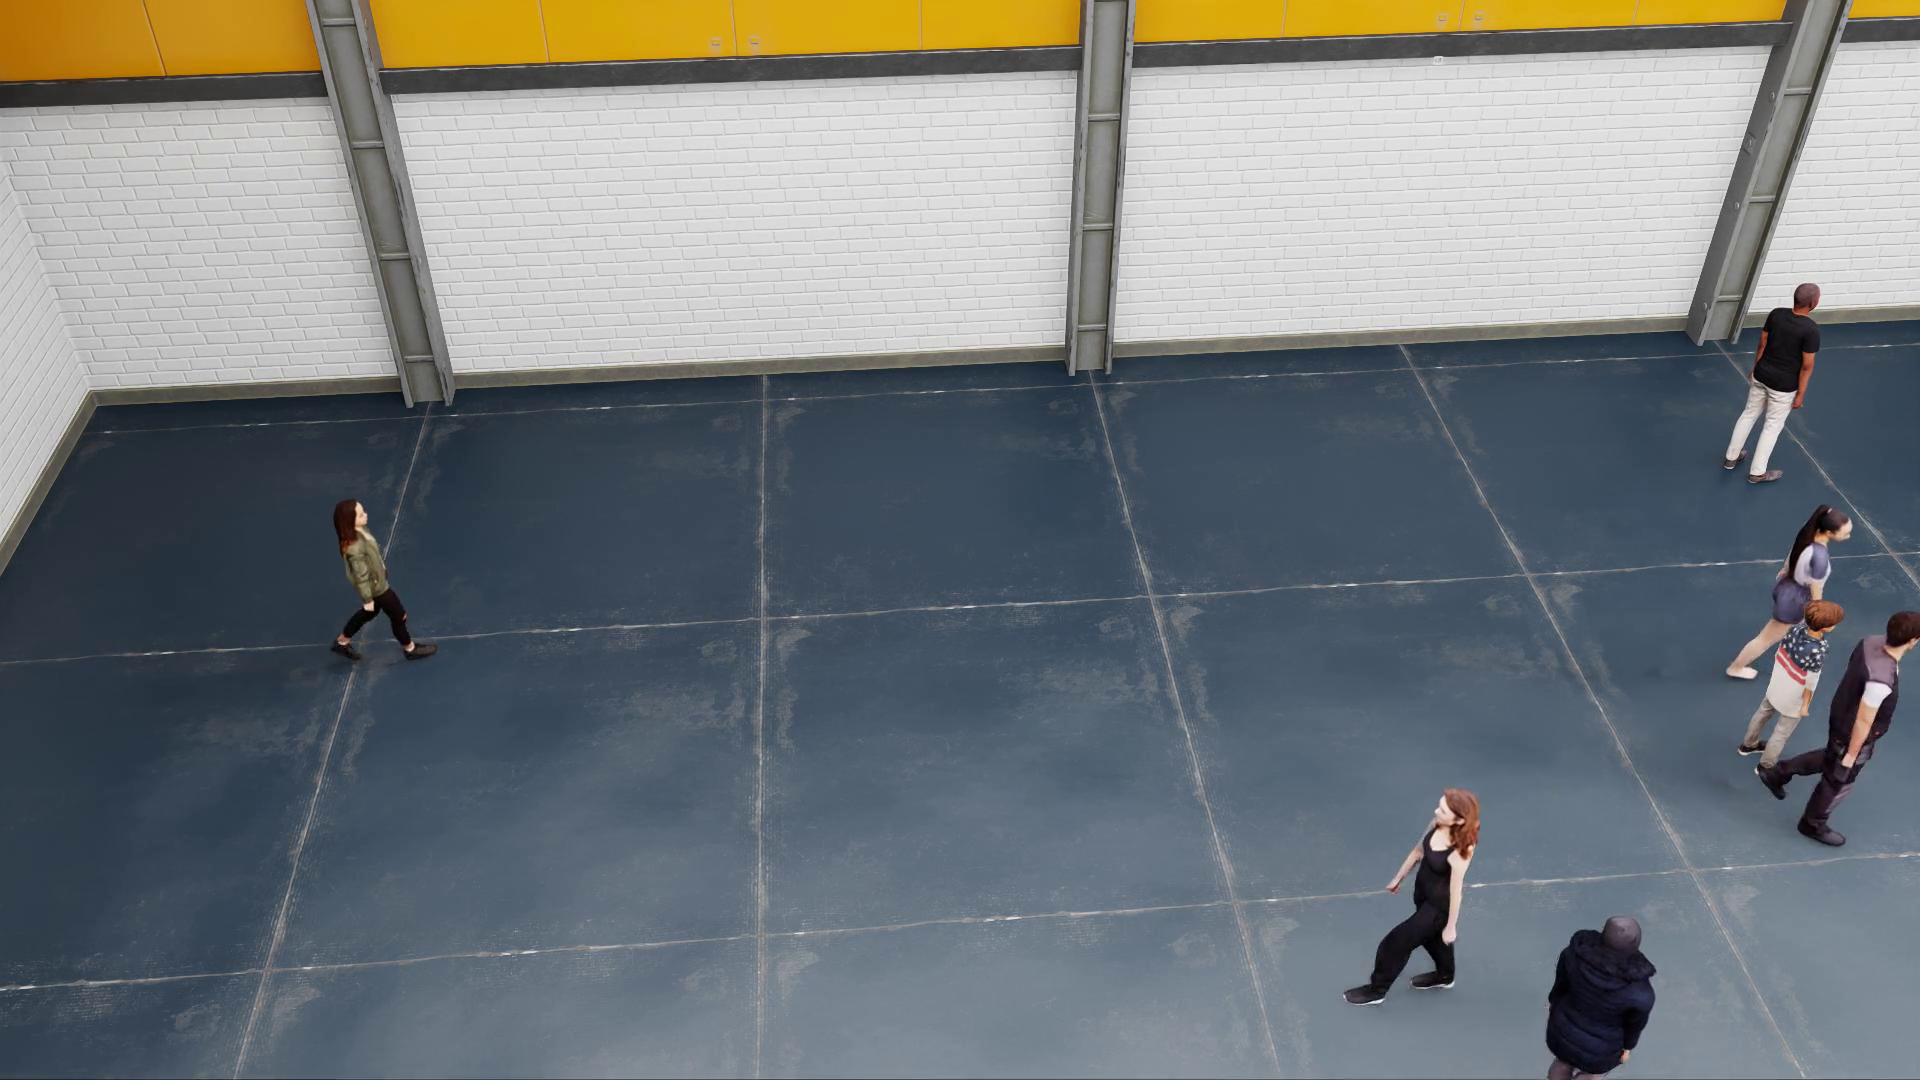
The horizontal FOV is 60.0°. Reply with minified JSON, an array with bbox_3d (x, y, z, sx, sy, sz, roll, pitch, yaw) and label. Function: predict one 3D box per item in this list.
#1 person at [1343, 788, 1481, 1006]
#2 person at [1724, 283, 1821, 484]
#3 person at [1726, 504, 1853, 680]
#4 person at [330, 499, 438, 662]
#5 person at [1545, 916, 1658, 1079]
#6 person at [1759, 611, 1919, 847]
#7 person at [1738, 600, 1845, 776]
[{"bbox_3d":[2.812,2.042,9.506,0.919,1.716,0.592,-3,39,-4],"label":"person"},{"bbox_3d":[6.679,-1.299,13.618,0.743,1.805,0.749,-19,42,-22],"label":"person"},{"bbox_3d":[5.732,0.402,11.634,0.914,1.624,0.756,5,39,6],"label":"person"},{"bbox_3d":[-4.267,0.330,11.862,1.011,1.452,0.720,-11,40,-14],"label":"person"},{"bbox_3d":[3.312,2.619,8.822,0.840,1.668,0.898,31,48,33],"label":"person"},{"bbox_3d":[5.558,1.152,10.530,0.971,1.829,0.894,14,41,17],"label":"person"},{"bbox_3d":[5.543,0.964,11.079,0.487,1.439,0.535,-7,39,-9],"label":"person"}]
